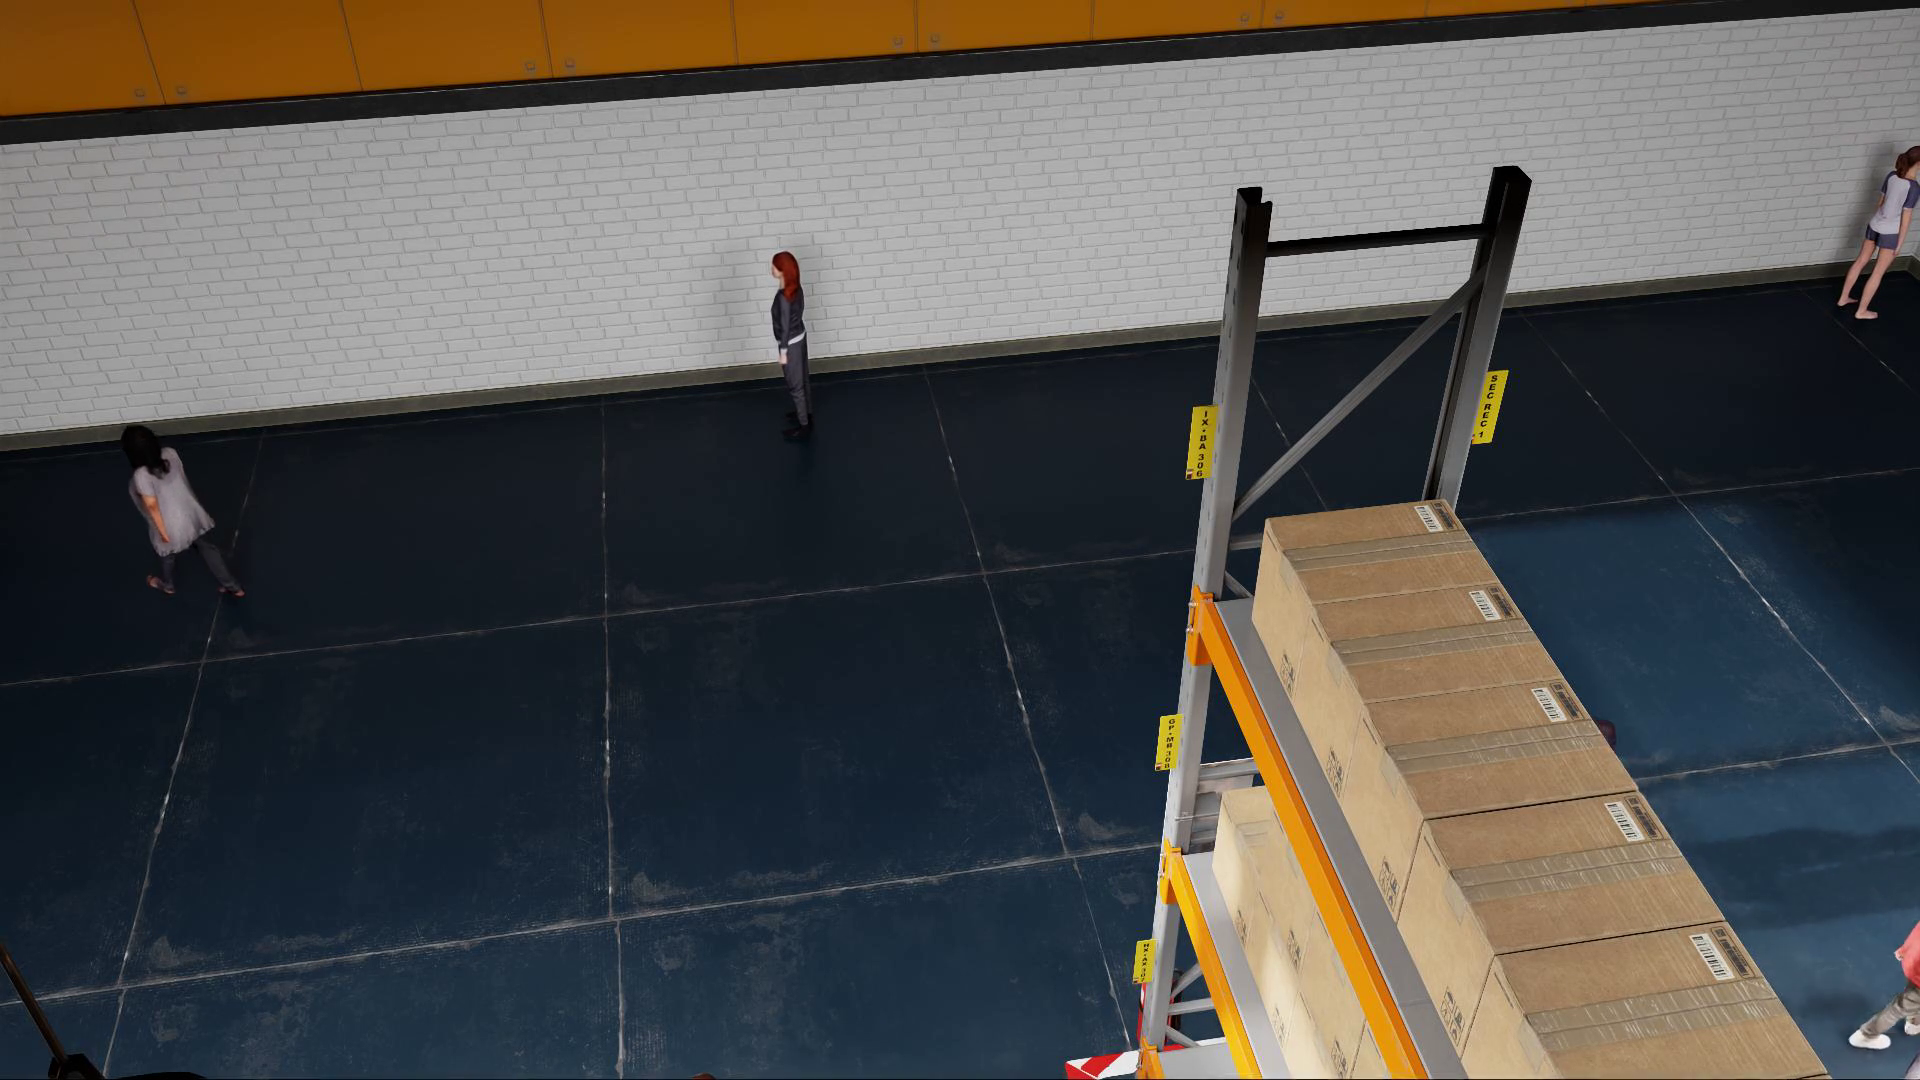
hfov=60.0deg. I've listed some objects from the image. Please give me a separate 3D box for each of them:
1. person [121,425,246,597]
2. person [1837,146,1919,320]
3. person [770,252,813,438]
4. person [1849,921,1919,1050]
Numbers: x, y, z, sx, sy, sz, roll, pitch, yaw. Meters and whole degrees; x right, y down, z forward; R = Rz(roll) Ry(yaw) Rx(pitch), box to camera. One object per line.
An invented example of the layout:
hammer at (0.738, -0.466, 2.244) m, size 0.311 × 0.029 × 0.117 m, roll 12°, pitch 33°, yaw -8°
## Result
person at (-5.907, -0.159, 12.645) m, size 1.022 × 1.565 × 1.090 m, roll 13°, pitch 40°, yaw 16°
person at (8.911, -2.978, 16.014) m, size 0.657 × 1.765 × 0.516 m, roll -12°, pitch 40°, yaw -14°
person at (-1.457, -1.700, 14.407) m, size 0.668 × 1.775 × 0.499 m, roll 2°, pitch 39°, yaw 2°
person at (5.445, 2.463, 9.495) m, size 0.693 × 1.398 × 0.795 m, roll 0°, pitch 39°, yaw 1°
